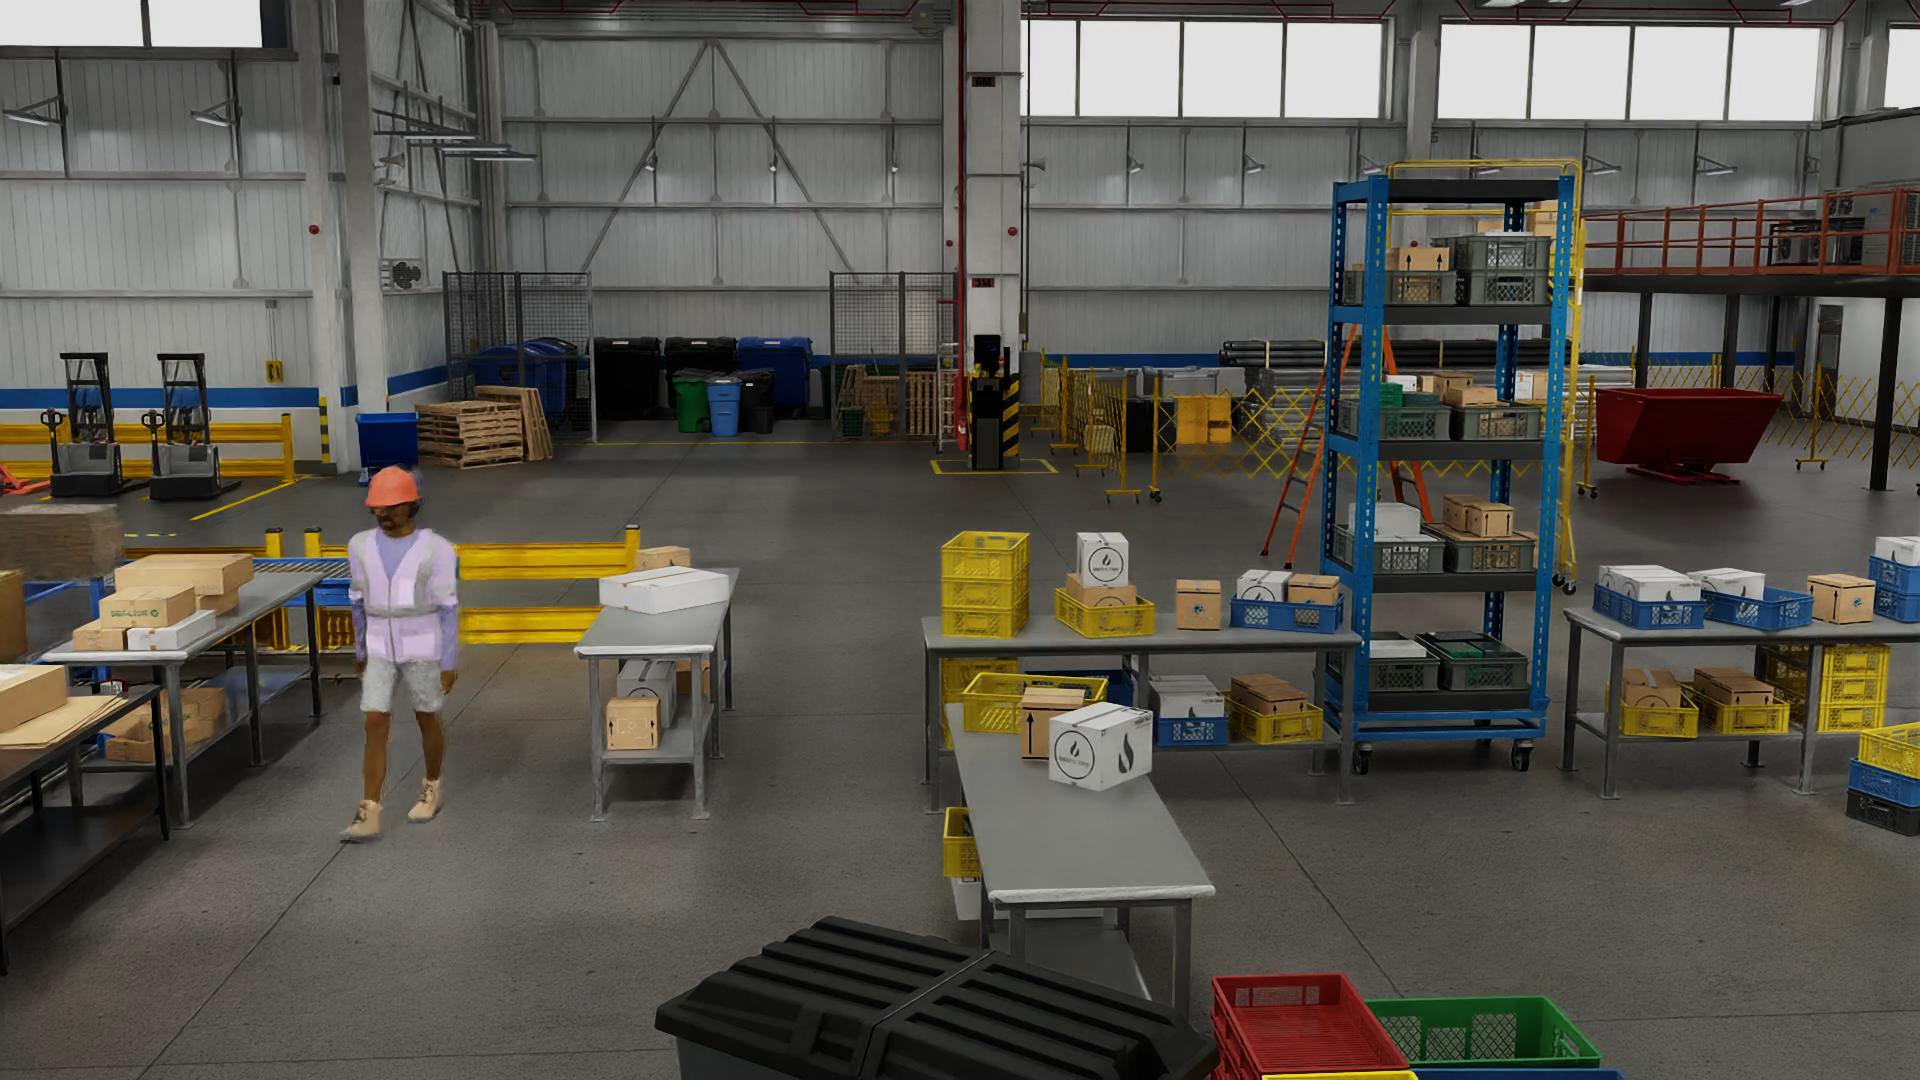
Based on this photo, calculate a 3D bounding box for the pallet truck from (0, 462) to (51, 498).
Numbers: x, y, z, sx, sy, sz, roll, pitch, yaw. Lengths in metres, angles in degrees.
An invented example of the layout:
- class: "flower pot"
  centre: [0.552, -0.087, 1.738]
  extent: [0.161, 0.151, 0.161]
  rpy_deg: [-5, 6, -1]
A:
- class: "pallet truck"
  centre: [-13.193, -1.293, 23.148]
  extent: [0.653, 1.274, 1.630]
  rpy_deg: [-1, 9, -4]

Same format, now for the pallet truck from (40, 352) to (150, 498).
- class: "pallet truck"
  centre: [-11.907, -1.642, 23.165]
  extent: [0.823, 1.965, 1.885]
  rpy_deg: [0, 9, 0]

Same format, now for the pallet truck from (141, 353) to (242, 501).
- class: "pallet truck"
  centre: [-10.520, -1.604, 22.925]
  extent: [0.823, 1.965, 1.885]
  rpy_deg: [-1, 9, -6]

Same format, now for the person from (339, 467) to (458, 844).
- class: "person"
  centre: [-3.025, 0.624, 8.888]
  extent: [0.645, 2.006, 0.963]
  rpy_deg: [1, 9, 5]
